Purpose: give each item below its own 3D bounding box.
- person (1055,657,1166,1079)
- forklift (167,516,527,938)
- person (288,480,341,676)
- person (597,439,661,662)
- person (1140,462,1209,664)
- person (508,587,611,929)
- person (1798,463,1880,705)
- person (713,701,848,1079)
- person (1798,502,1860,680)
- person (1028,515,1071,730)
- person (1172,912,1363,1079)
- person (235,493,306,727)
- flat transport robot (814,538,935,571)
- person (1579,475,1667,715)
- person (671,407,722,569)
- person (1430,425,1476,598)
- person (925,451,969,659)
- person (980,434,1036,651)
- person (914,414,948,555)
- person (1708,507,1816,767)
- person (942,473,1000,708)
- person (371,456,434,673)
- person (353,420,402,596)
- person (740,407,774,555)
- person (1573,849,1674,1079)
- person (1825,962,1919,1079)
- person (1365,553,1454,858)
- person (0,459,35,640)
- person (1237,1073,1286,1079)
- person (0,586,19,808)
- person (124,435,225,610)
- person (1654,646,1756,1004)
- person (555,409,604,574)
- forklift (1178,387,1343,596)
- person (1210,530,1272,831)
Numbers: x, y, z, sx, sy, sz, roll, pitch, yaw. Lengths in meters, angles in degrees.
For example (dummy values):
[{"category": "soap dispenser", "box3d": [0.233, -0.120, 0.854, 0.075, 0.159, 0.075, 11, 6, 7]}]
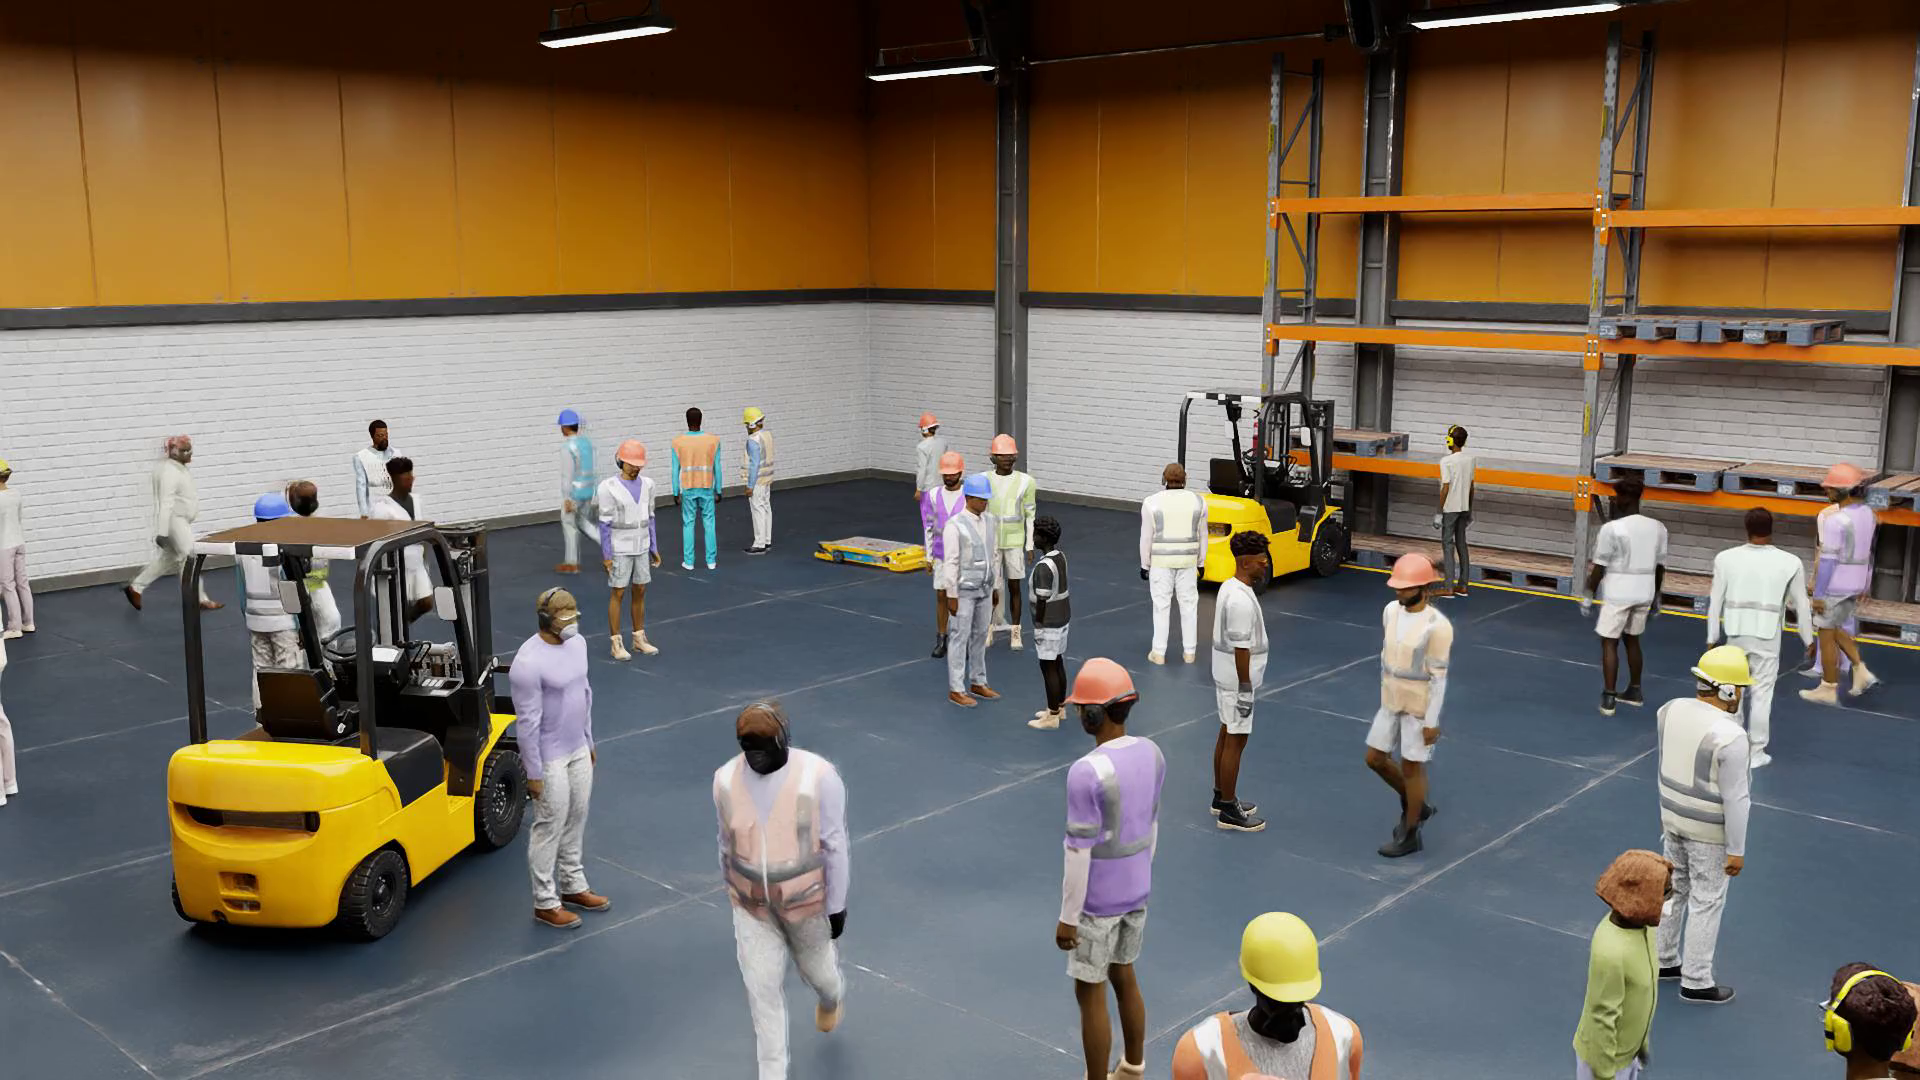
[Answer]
[{"category": "person", "box3d": [0.619, 1.510, 7.188, 0.409, 2.029, 0.617, 8, 13, 38]}, {"category": "forklift", "box3d": [-3.583, 0.976, 9.748, 1.214, 2.155, 2.313, 2, 10, 11]}, {"category": "person", "box3d": [-5.526, 0.394, 14.171, 0.633, 1.821, 0.639, 1, 10, 6]}, {"category": "person", "box3d": [-3.013, 0.086, 15.275, 0.392, 2.034, 0.605, 9, 14, 43]}, {"category": "person", "box3d": [1.931, 0.212, 15.103, 0.625, 1.843, 0.430, -1, 10, -5]}, {"category": "person", "box3d": [-2.239, 1.199, 9.252, 0.381, 1.927, 0.641, 3, 11, 18]}, {"category": "person", "box3d": [7.247, 0.376, 13.655, 0.628, 2.022, 0.491, -6, 12, -33]}, {"category": "person", "box3d": [-0.777, 1.570, 7.451, 0.633, 1.813, 0.819, 2, 10, 9]}, {"category": "person", "box3d": [7.649, 0.316, 14.497, 0.569, 1.844, 0.378, -5, 11, -24]}, {"category": "person", "box3d": [0.698, 0.645, 13.078, 0.321, 1.690, 0.529, 4, 11, 20]}, {"category": "person", "box3d": [0.891, 1.979, 4.801, 0.594, 1.924, 0.381, -3, 10, -15]}, {"category": "person", "box3d": [-5.132, 0.618, 12.490, 0.607, 1.948, 0.389, 4, 11, 23]}, {"category": "flat transport robot", "box3d": [-1.008, 0.152, 19.913, 1.431, 0.197, 0.652, 8, 13, 39]}, {"category": "person", "box3d": [5.411, 0.437, 13.556, 0.669, 1.950, 0.418, -3, 10, -18]}, {"category": "person", "box3d": [-3.088, -0.599, 19.536, 0.587, 1.911, 0.397, -2, 10, -13]}, {"category": "person", "box3d": [5.335, -0.306, 17.978, 0.532, 1.869, 0.311, -6, 11, -30]}, {"category": "person", "box3d": [-0.068, 0.140, 15.266, 0.544, 1.930, 0.388, 3, 10, 18]}, {"category": "person", "box3d": [0.401, 0.024, 15.588, 0.614, 2.047, 0.359, 1, 10, 6]}, {"category": "person", "box3d": [-0.382, -0.676, 20.407, 0.337, 1.749, 0.574, 7, 12, 34]}, {"category": "person", "box3d": [5.843, 0.715, 12.131, 0.700, 1.892, 0.498, 7, 12, 36]}, {"category": "person", "box3d": [0.111, 0.408, 13.722, 0.414, 1.939, 0.596, 9, 13, 42]}, {"category": "person", "box3d": [-4.978, 0.212, 14.781, 0.484, 1.951, 0.627, 4, 11, 19]}, {"category": "person", "box3d": [-6.300, -0.354, 18.111, 0.391, 1.919, 0.590, 6, 12, 32]}, {"category": "person", "box3d": [-2.508, -0.729, 20.517, 0.403, 1.822, 0.589, 2, 10, 13]}, {"category": "person", "box3d": [2.406, 1.903, 6.105, 0.304, 1.623, 0.500, 7, 12, 35]}, {"category": "person", "box3d": [2.408, 2.061, 4.535, 0.510, 1.861, 0.324, -2, 10, -11]}, {"category": "person", "box3d": [2.763, 1.018, 10.255, 0.415, 1.925, 0.554, -5, 11, -28]}, {"category": "person", "box3d": [-9.236, 0.080, 16.071, 0.317, 1.767, 0.535, 0, 10, 0]}, {"category": "person", "box3d": [0.865, 2.176, 3.813, 0.564, 1.899, 0.709, -7, 12, -35]}, {"category": "person", "box3d": [-6.629, 0.858, 11.179, 0.372, 1.925, 0.596, -2, 10, -10]}, {"category": "person", "box3d": [-8.180, -0.166, 17.188, 0.870, 1.865, 0.669, -4, 11, -20]}, {"category": "person", "box3d": [3.721, 1.416, 8.318, 0.403, 1.819, 0.601, -3, 10, -14]}, {"category": "person", "box3d": [-4.371, -0.554, 19.209, 0.641, 1.925, 0.614, 4, 11, 19]}, {"category": "forklift", "box3d": [3.298, -0.608, 18.767, 1.214, 2.155, 2.313, 9, 13, 42]}, {"category": "person", "box3d": [1.827, 0.897, 10.847, 0.362, 1.963, 0.613, 0, 10, 2]}]
